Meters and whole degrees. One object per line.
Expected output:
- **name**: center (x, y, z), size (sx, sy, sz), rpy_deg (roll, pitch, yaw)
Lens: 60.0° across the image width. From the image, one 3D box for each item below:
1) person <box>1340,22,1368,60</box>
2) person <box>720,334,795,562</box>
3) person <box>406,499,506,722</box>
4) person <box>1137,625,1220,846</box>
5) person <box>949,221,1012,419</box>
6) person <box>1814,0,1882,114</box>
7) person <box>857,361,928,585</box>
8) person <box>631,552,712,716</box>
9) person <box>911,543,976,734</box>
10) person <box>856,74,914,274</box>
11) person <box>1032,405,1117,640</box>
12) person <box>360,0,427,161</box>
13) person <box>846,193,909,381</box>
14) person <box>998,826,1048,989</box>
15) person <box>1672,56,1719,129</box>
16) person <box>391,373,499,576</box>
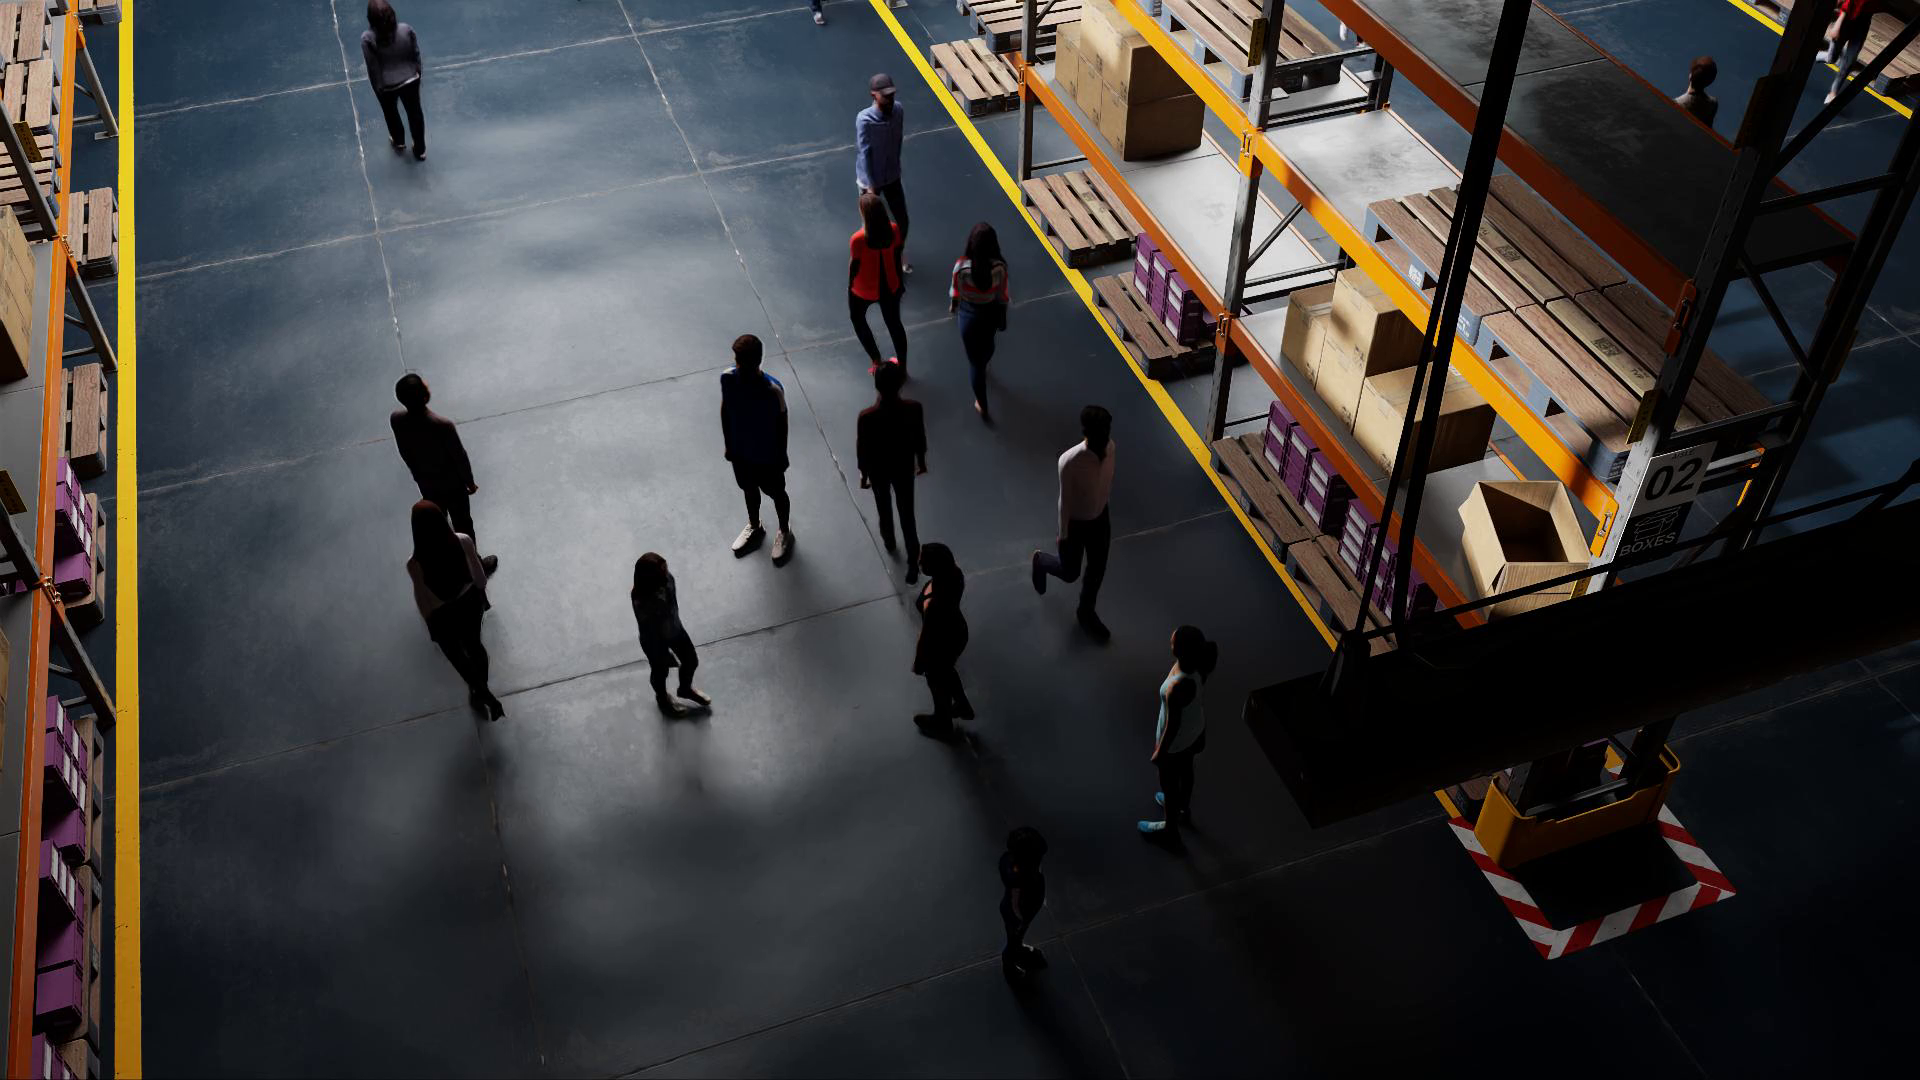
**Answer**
- **person**: center (4.186, -5.807, 17.145), size (0.656, 1.618, 0.783), rpy_deg (-6, 44, -7)
- **person**: center (-1.401, -0.661, 11.563), size (0.742, 1.866, 0.783), rpy_deg (14, 45, 14)
- **person**: center (-3.111, 0.514, 10.421), size (0.799, 1.740, 0.923), rpy_deg (-28, 50, -26)
- **person**: center (1.277, 1.135, 9.751), size (0.729, 1.764, 0.689), rpy_deg (23, 48, 23)
- **person**: center (0.170, -1.654, 12.820), size (0.667, 1.571, 1.026), rpy_deg (-10, 45, -11)
- **person**: center (8.712, -5.093, 16.345), size (0.614, 1.687, 0.919), rpy_deg (-14, 45, -14)
- **person**: center (-0.445, -0.430, 11.400), size (0.718, 1.756, 1.070), rpy_deg (-10, 45, -11)
- **person**: center (-1.955, 0.583, 10.548), size (0.767, 1.464, 0.711), rpy_deg (17, 46, 17)
- **person**: center (-0.049, 0.646, 10.325), size (0.808, 1.682, 0.742), rpy_deg (15, 46, 15)
- **person**: center (-0.730, -3.149, 14.175), size (0.718, 1.866, 0.776), rpy_deg (-22, 48, -21)
- **person**: center (0.759, -0.187, 11.077), size (0.768, 1.850, 1.039), rpy_deg (-25, 49, -24)
- **person**: center (-5.254, -4.277, 15.567), size (0.761, 1.579, 0.843), rpy_deg (-23, 48, -22)
- **person**: center (-0.627, -1.911, 13.013), size (0.667, 1.675, 0.701), rpy_deg (-19, 47, -18)
- **person**: center (0.333, 2.012, 9.223), size (0.657, 1.223, 0.584), rpy_deg (14, 45, 14)
- **person**: center (6.122, -3.148, 14.193), size (0.942, 1.840, 1.293), rpy_deg (0, 44, 0)
- **person**: center (-3.566, -0.411, 11.373), size (0.725, 1.767, 0.712), rpy_deg (-10, 45, -11)
